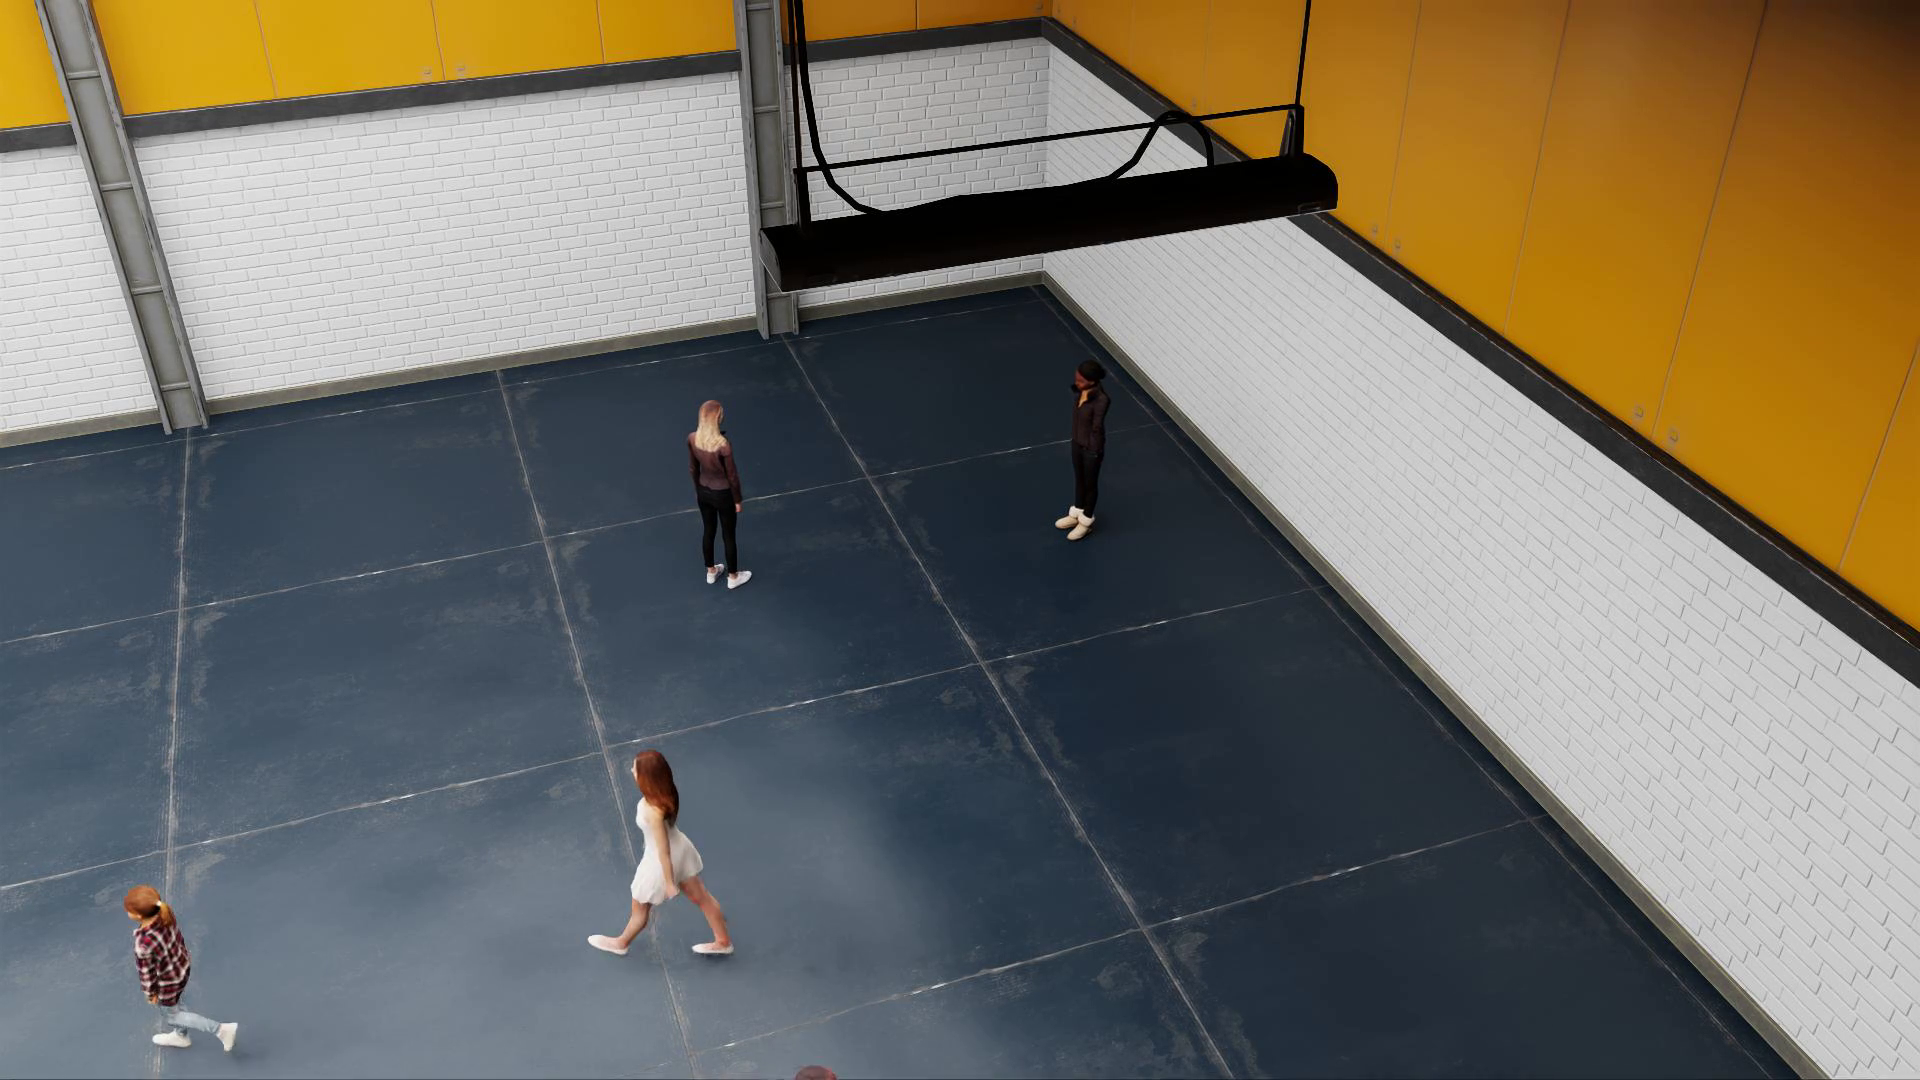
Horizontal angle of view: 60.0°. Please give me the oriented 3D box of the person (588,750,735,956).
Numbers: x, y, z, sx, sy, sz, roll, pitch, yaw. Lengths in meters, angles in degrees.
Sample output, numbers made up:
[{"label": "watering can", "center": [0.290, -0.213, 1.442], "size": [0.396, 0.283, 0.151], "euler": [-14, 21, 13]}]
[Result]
[{"label": "person", "center": [-1.703, 1.972, 10.208], "size": [1.206, 1.659, 0.889], "euler": [2, 34, 3]}]

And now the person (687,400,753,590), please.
[{"label": "person", "center": [-2.007, -0.369, 13.687], "size": [0.669, 1.705, 0.716], "euler": [16, 37, 23]}]

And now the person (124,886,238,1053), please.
[{"label": "person", "center": [-4.571, 2.533, 9.692], "size": [0.871, 1.295, 0.702], "euler": [2, 34, 3]}]

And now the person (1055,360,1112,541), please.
[{"label": "person", "center": [1.123, -0.822, 14.409], "size": [0.683, 1.661, 0.615], "euler": [-17, 37, -23]}]
